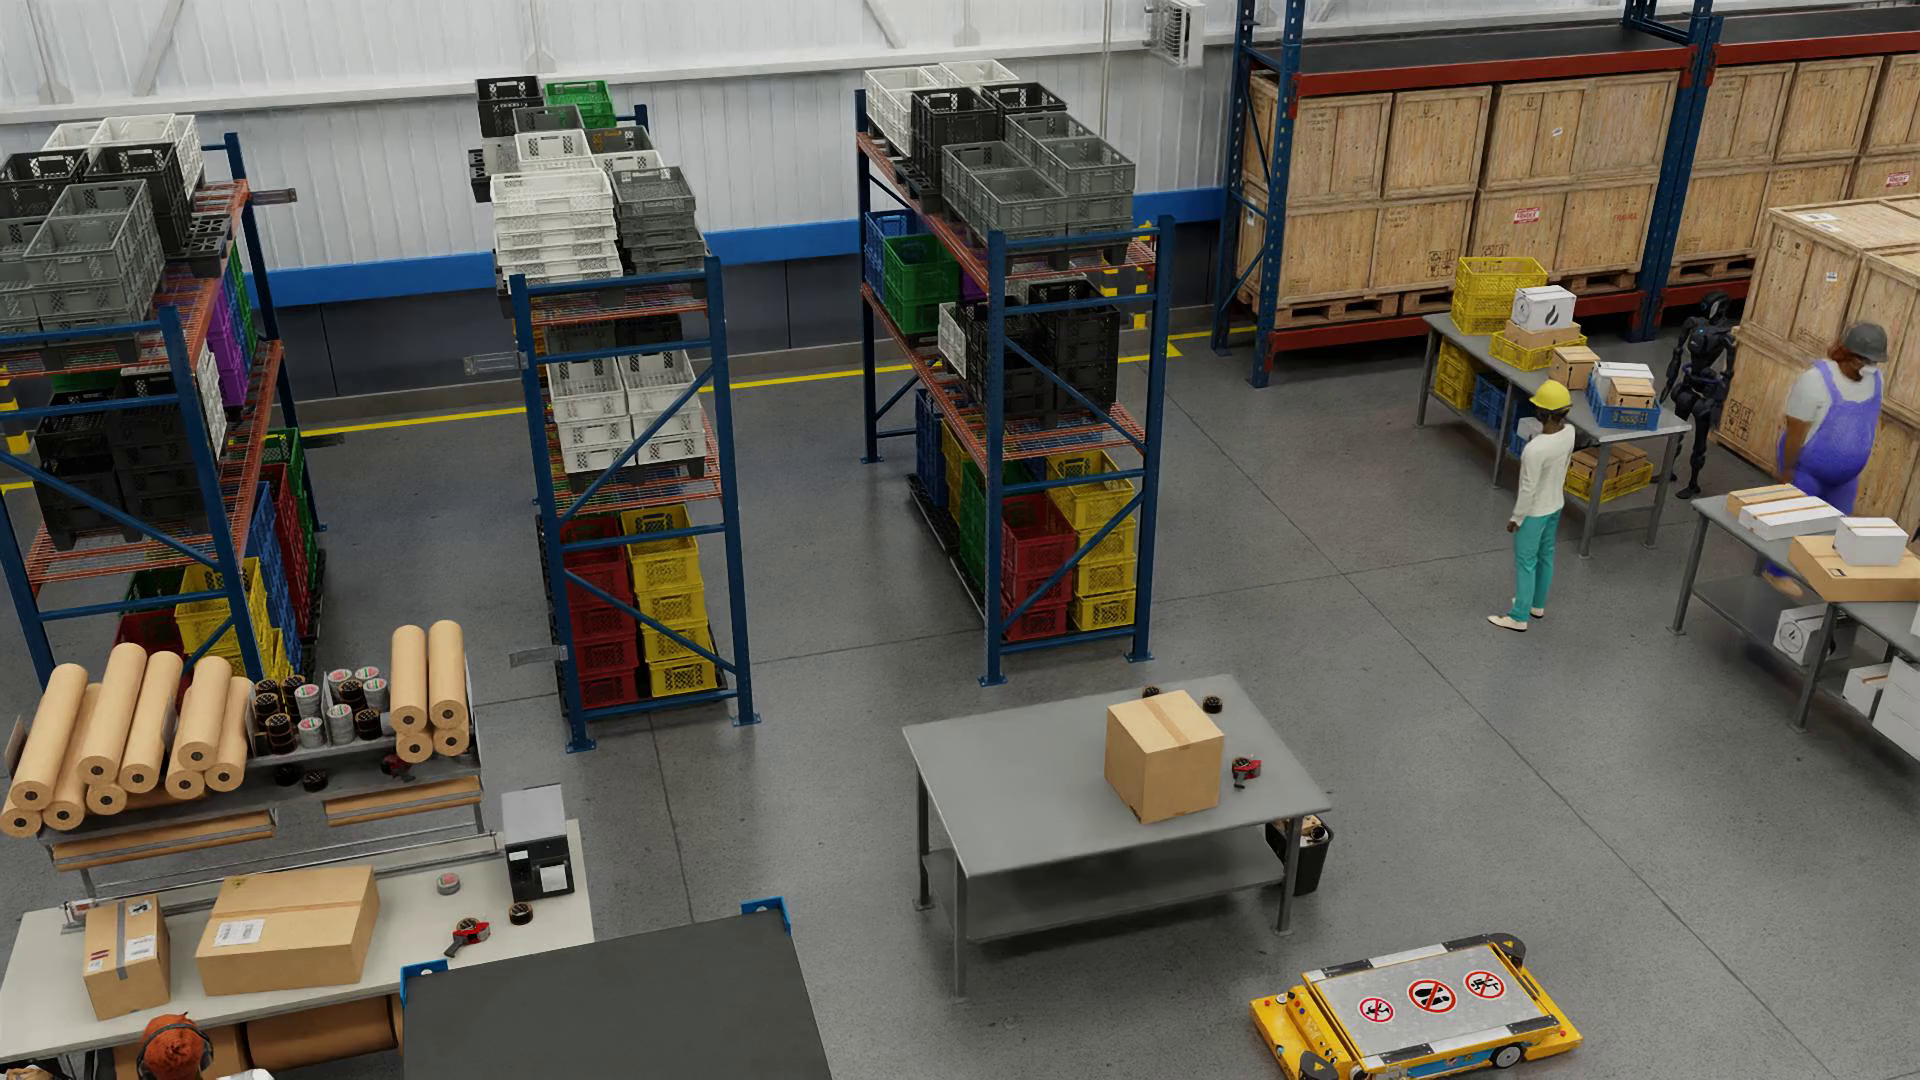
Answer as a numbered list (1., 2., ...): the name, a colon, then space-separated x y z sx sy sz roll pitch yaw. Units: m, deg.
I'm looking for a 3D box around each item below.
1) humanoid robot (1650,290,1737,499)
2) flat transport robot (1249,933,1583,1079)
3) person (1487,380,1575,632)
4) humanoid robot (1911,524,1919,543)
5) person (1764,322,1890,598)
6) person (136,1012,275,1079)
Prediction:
1. humanoid robot: 5.647 -1.123 12.726 0.313 1.657 0.601 -12 31 -20
2. flat transport robot: 2.184 2.282 7.980 1.431 0.197 0.652 -8 30 -14
3. person: 3.802 -0.222 11.009 0.525 1.767 0.329 -23 36 -36
4. humanoid robot: 6.488 -0.043 10.762 0.314 1.657 0.608 -11 31 -20
5. person: 5.911 -0.580 11.379 0.704 2.000 0.604 -6 29 -11
6. person: -2.656 2.452 6.025 0.571 1.882 0.356 -21 35 -33
